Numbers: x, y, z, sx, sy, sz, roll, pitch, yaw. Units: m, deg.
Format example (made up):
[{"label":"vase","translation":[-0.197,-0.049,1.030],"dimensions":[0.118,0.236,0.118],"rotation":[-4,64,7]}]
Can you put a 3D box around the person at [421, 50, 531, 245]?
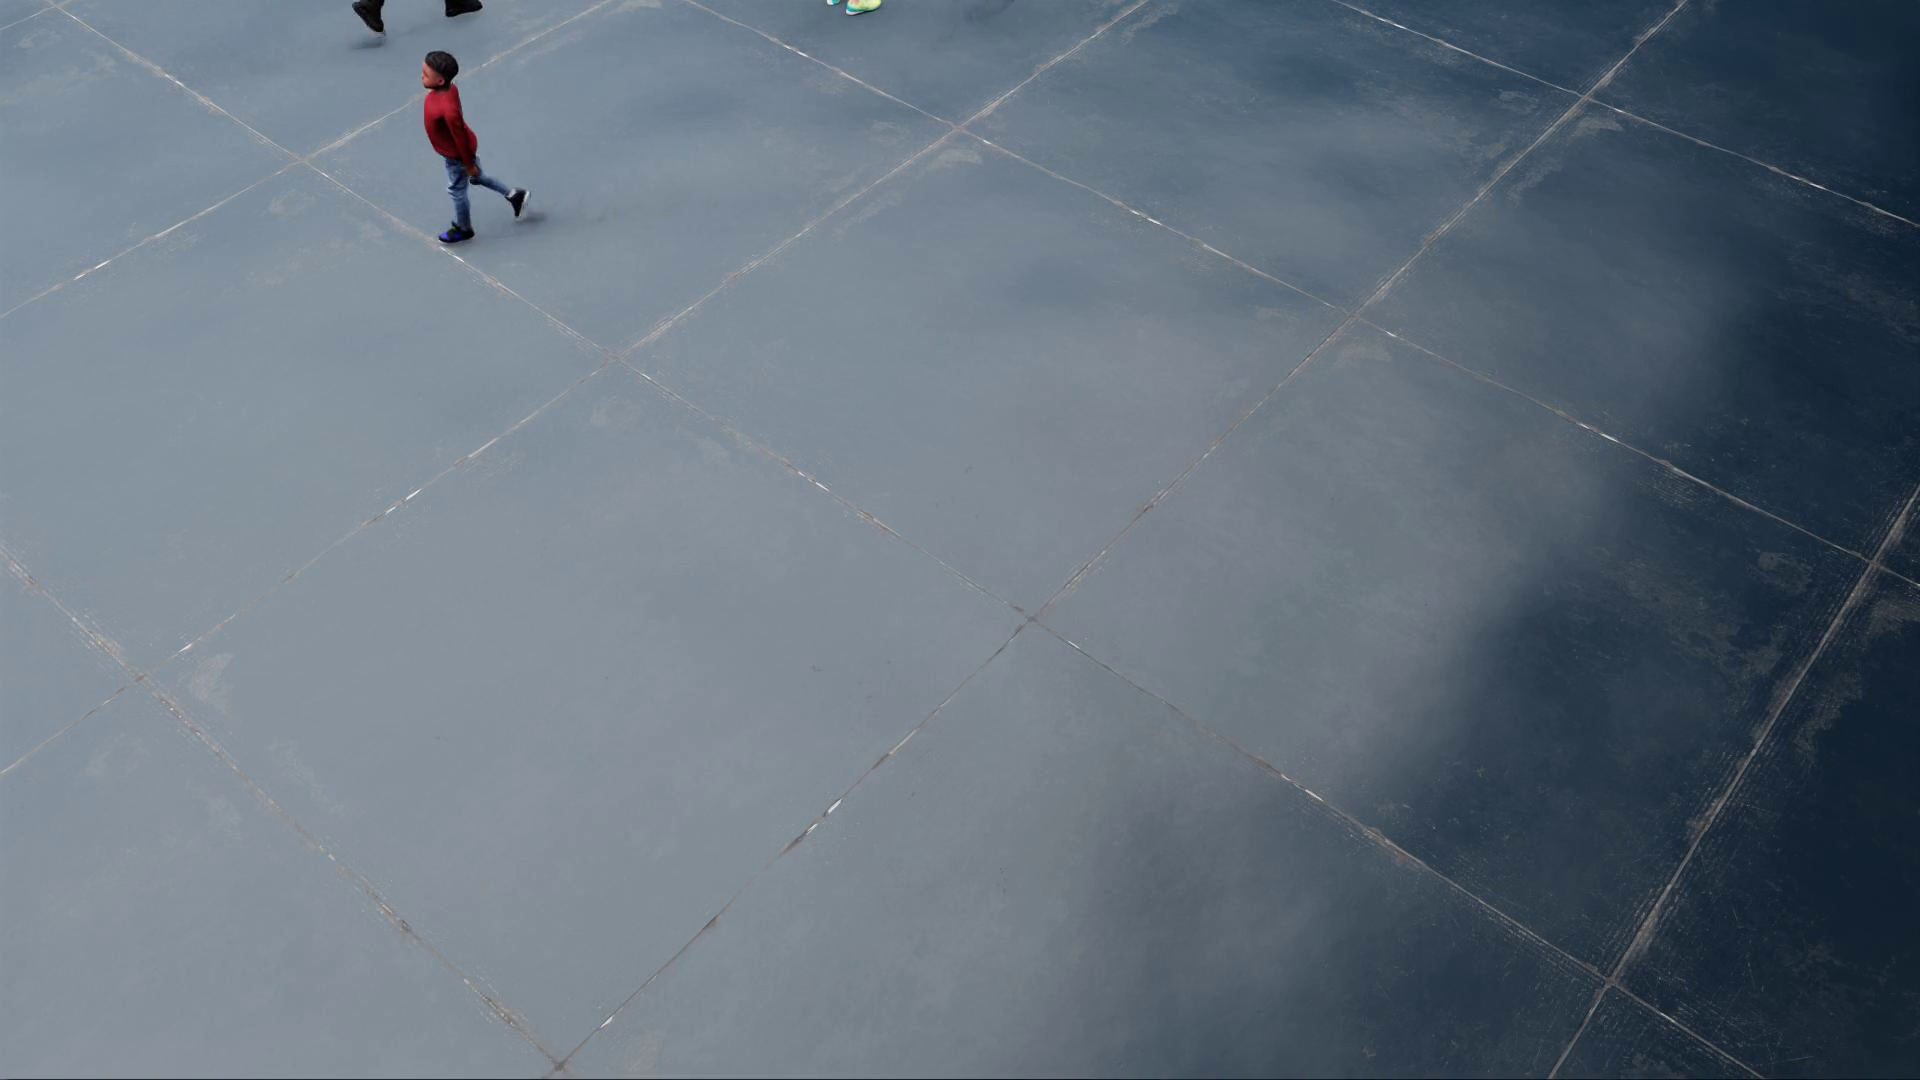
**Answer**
[{"label":"person","translation":[-2.880,-2.315,9.743],"dimensions":[0.876,1.239,0.768],"rotation":[-11,48,-10]}]

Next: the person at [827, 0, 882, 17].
[{"label":"person","translation":[-0.813,-4.463,11.414],"dimensions":[0.567,1.702,0.619],"rotation":[-33,56,-27]}]

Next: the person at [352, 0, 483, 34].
[{"label":"person","translation":[-3.800,-4.184,11.180],"dimensions":[1.164,1.666,0.878],"rotation":[-20,50,-17]}]
